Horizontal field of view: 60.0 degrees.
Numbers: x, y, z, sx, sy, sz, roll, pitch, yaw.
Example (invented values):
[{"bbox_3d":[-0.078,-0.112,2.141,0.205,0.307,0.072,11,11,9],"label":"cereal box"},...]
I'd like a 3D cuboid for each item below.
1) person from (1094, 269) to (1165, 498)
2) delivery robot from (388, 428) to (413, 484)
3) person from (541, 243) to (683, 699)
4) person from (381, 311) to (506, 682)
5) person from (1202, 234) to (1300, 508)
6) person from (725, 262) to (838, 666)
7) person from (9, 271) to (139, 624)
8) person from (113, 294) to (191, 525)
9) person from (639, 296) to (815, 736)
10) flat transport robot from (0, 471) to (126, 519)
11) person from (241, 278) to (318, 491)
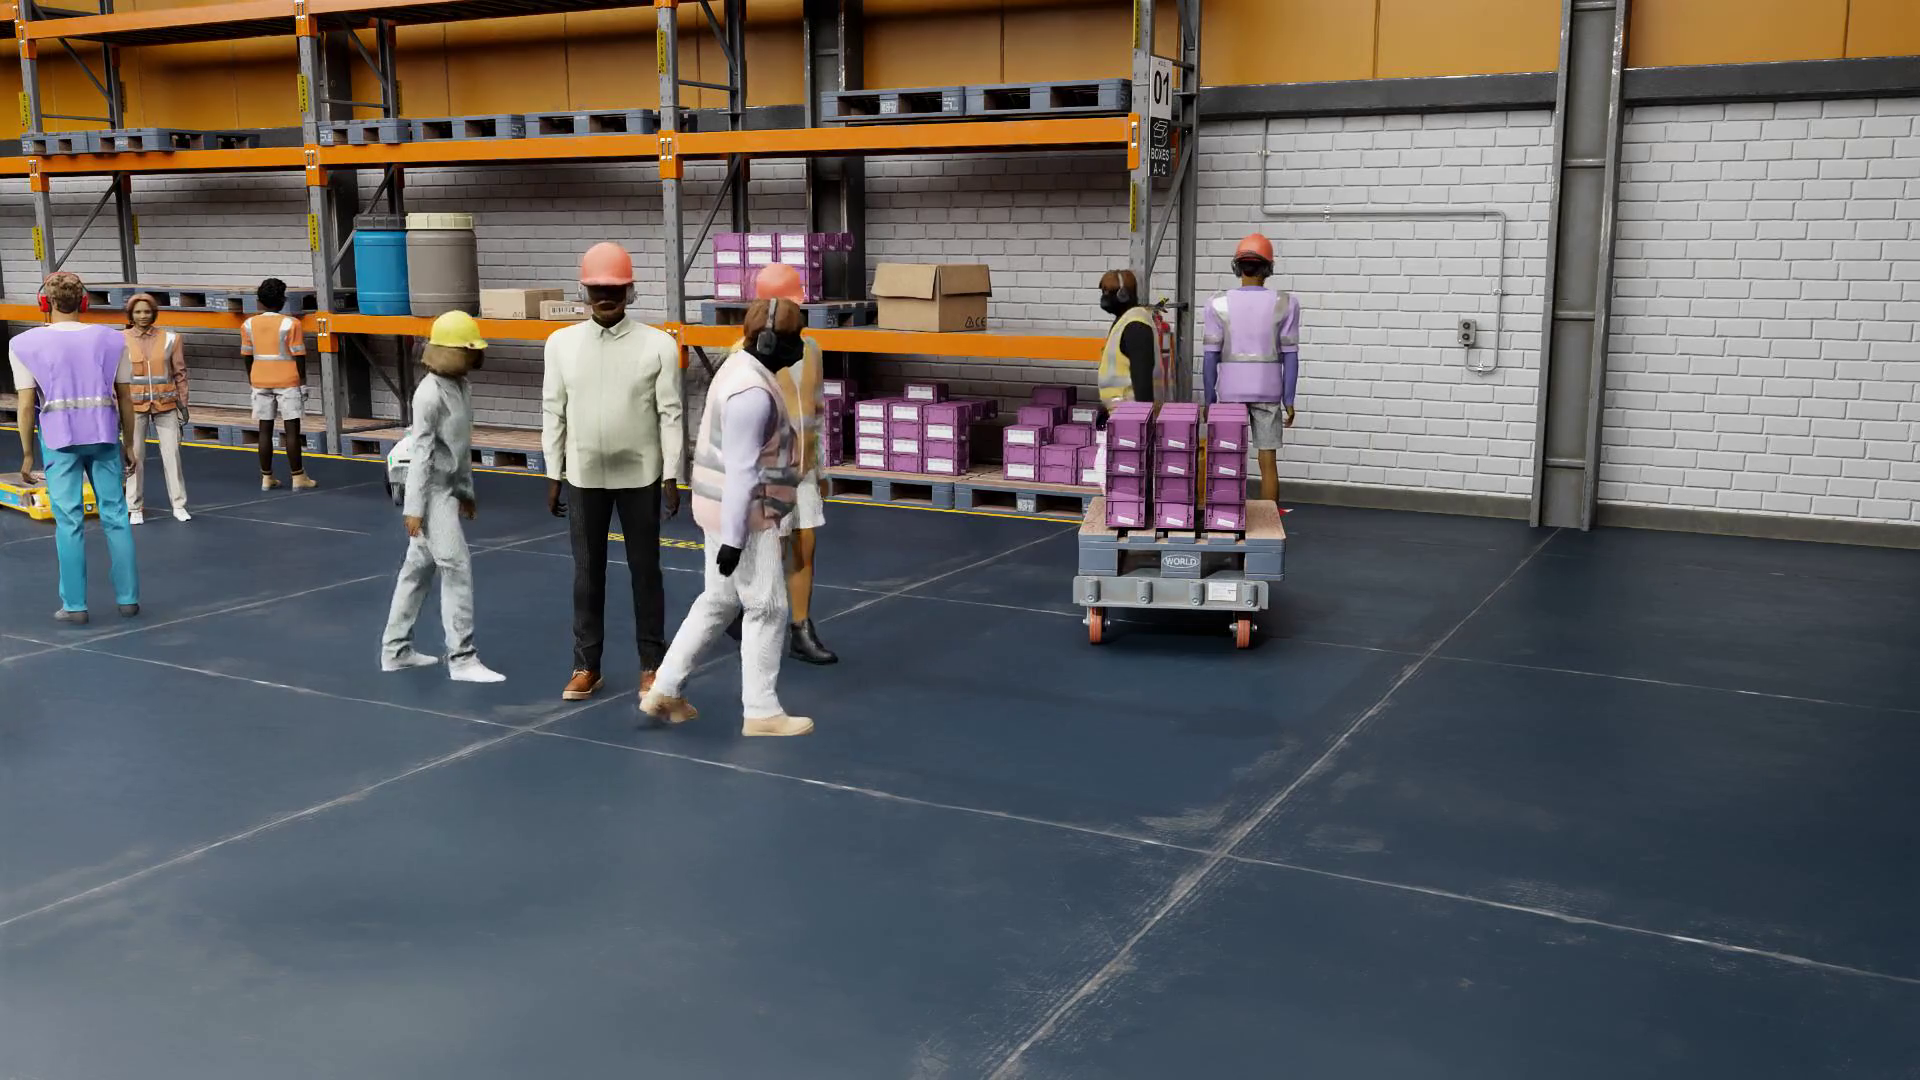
[{"bbox_3d":[1.034,-0.821,10.686,0.587,1.817,0.627,1,10,4],"label":"person"},{"bbox_3d":[-4.196,-0.622,12.799,0.477,0.478,0.707,-2,11,-13],"label":"delivery robot"},{"bbox_3d":[-1.518,-0.287,7.272,0.614,1.993,0.386,0,10,-1],"label":"person"},{"bbox_3d":[-2.419,-0.191,7.597,0.633,1.697,0.496,0,10,-2],"label":"person"},{"bbox_3d":[1.856,-0.928,10.679,0.609,2.035,0.404,2,11,11],"label":"person"},{"bbox_3d":[-0.895,-0.361,7.904,0.645,1.916,0.560,8,13,39],"label":"person"},{"bbox_3d":[-4.613,-0.476,8.712,0.564,1.846,0.394,-9,14,-40],"label":"person"},{"bbox_3d":[-5.724,-0.920,11.757,0.511,1.630,0.317,-6,12,-31],"label":"person"},{"bbox_3d":[-0.965,-0.078,6.700,0.705,1.801,0.642,-2,11,-13],"label":"person"},{"bbox_3d":[-6.775,-0.363,12.414,1.431,0.197,0.652,9,14,42],"label":"flat transport robot"},{"bbox_3d":[-5.451,-1.234,13.280,0.536,1.696,0.322,2,10,9],"label":"person"}]
